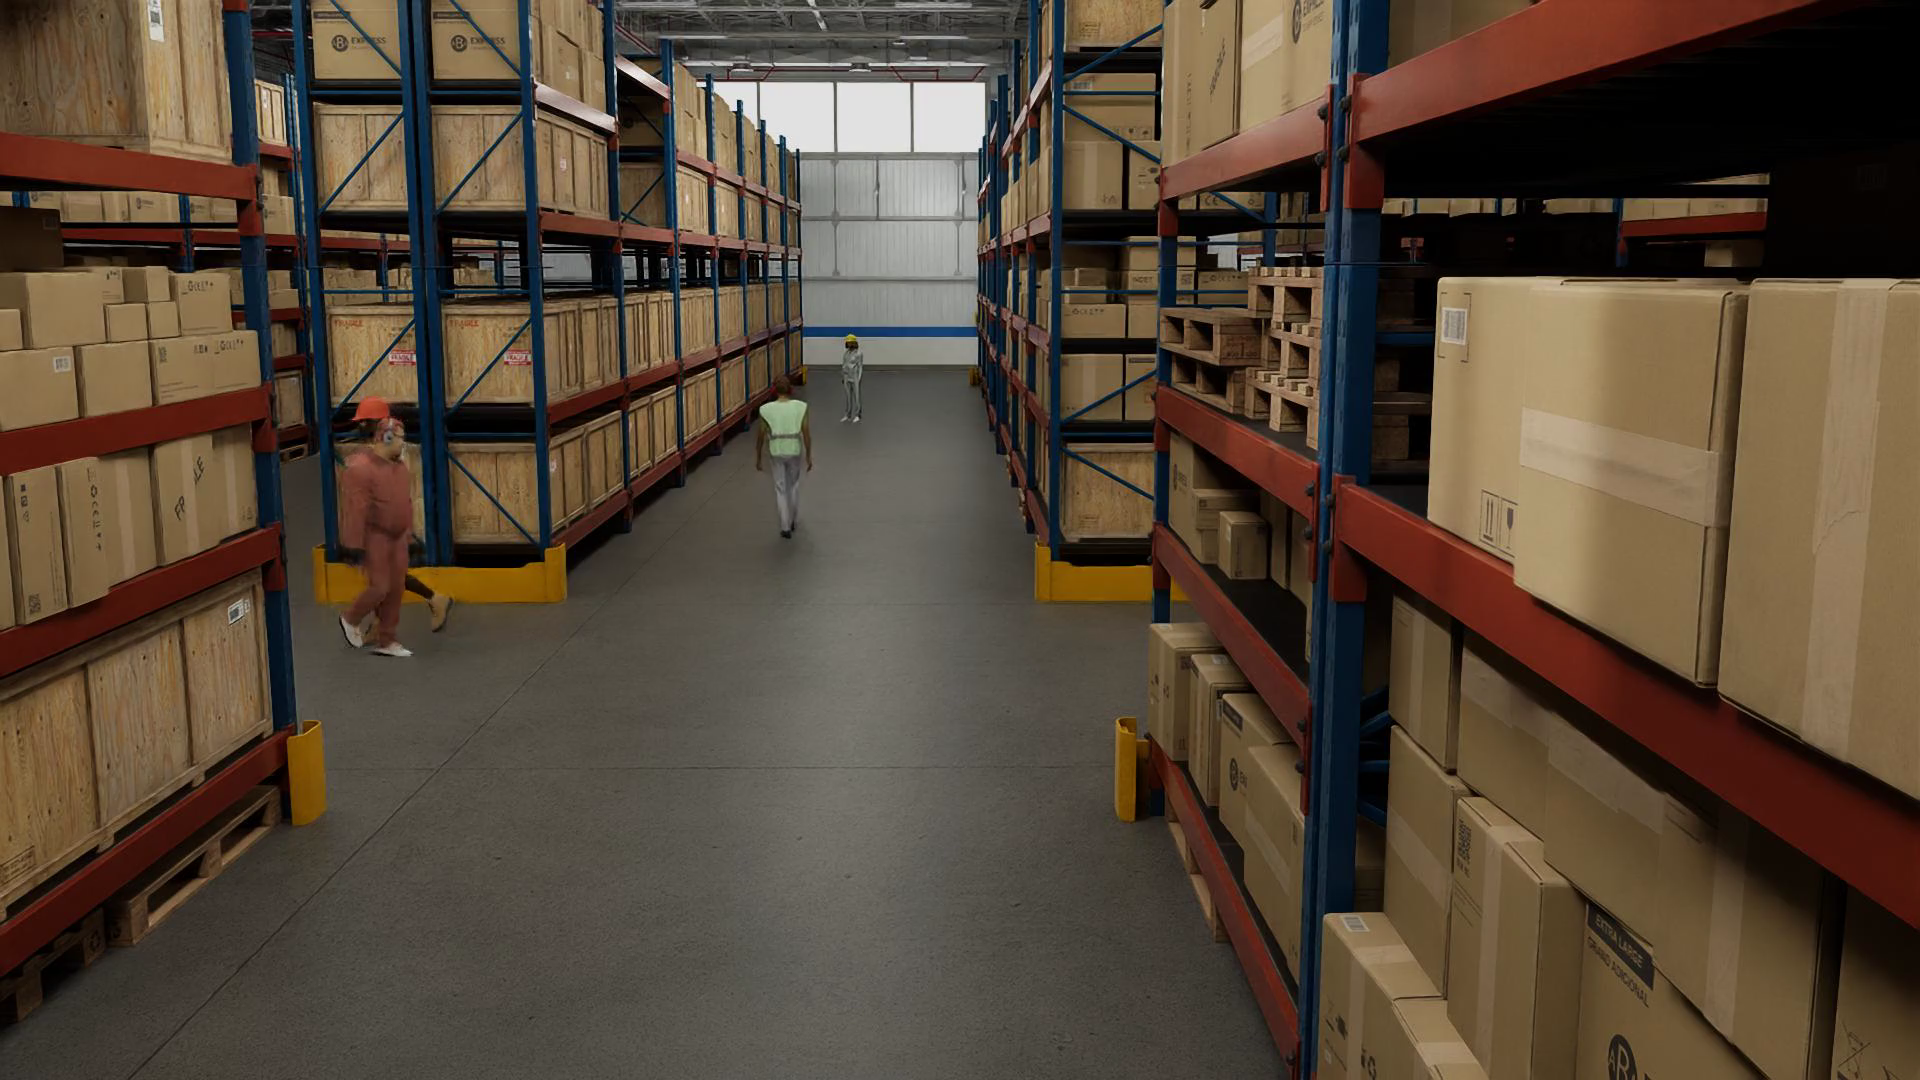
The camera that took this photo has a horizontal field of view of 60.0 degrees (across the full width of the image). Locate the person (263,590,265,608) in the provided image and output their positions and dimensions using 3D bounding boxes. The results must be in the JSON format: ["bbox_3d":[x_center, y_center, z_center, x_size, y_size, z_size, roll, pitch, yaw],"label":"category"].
[{"bbox_3d":[-6.405,-0.211,14.270,0.911,1.873,0.656,0,9,0],"label":"person"}]

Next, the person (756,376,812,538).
[{"bbox_3d":[-2.032,-0.962,19.015,0.603,1.803,0.896,-2,10,-15],"label":"person"}]

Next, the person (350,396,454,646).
[{"bbox_3d":[-4.569,-0.160,13.445,0.736,2.028,0.612,-7,12,-36],"label":"person"}]

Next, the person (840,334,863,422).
[{"bbox_3d":[-2.151,-3.211,33.021,0.484,1.744,0.294,6,11,34],"label":"person"}]

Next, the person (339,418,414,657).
[{"bbox_3d":[-4.532,-0.014,12.996,0.518,1.878,0.659,4,10,21],"label":"person"}]
